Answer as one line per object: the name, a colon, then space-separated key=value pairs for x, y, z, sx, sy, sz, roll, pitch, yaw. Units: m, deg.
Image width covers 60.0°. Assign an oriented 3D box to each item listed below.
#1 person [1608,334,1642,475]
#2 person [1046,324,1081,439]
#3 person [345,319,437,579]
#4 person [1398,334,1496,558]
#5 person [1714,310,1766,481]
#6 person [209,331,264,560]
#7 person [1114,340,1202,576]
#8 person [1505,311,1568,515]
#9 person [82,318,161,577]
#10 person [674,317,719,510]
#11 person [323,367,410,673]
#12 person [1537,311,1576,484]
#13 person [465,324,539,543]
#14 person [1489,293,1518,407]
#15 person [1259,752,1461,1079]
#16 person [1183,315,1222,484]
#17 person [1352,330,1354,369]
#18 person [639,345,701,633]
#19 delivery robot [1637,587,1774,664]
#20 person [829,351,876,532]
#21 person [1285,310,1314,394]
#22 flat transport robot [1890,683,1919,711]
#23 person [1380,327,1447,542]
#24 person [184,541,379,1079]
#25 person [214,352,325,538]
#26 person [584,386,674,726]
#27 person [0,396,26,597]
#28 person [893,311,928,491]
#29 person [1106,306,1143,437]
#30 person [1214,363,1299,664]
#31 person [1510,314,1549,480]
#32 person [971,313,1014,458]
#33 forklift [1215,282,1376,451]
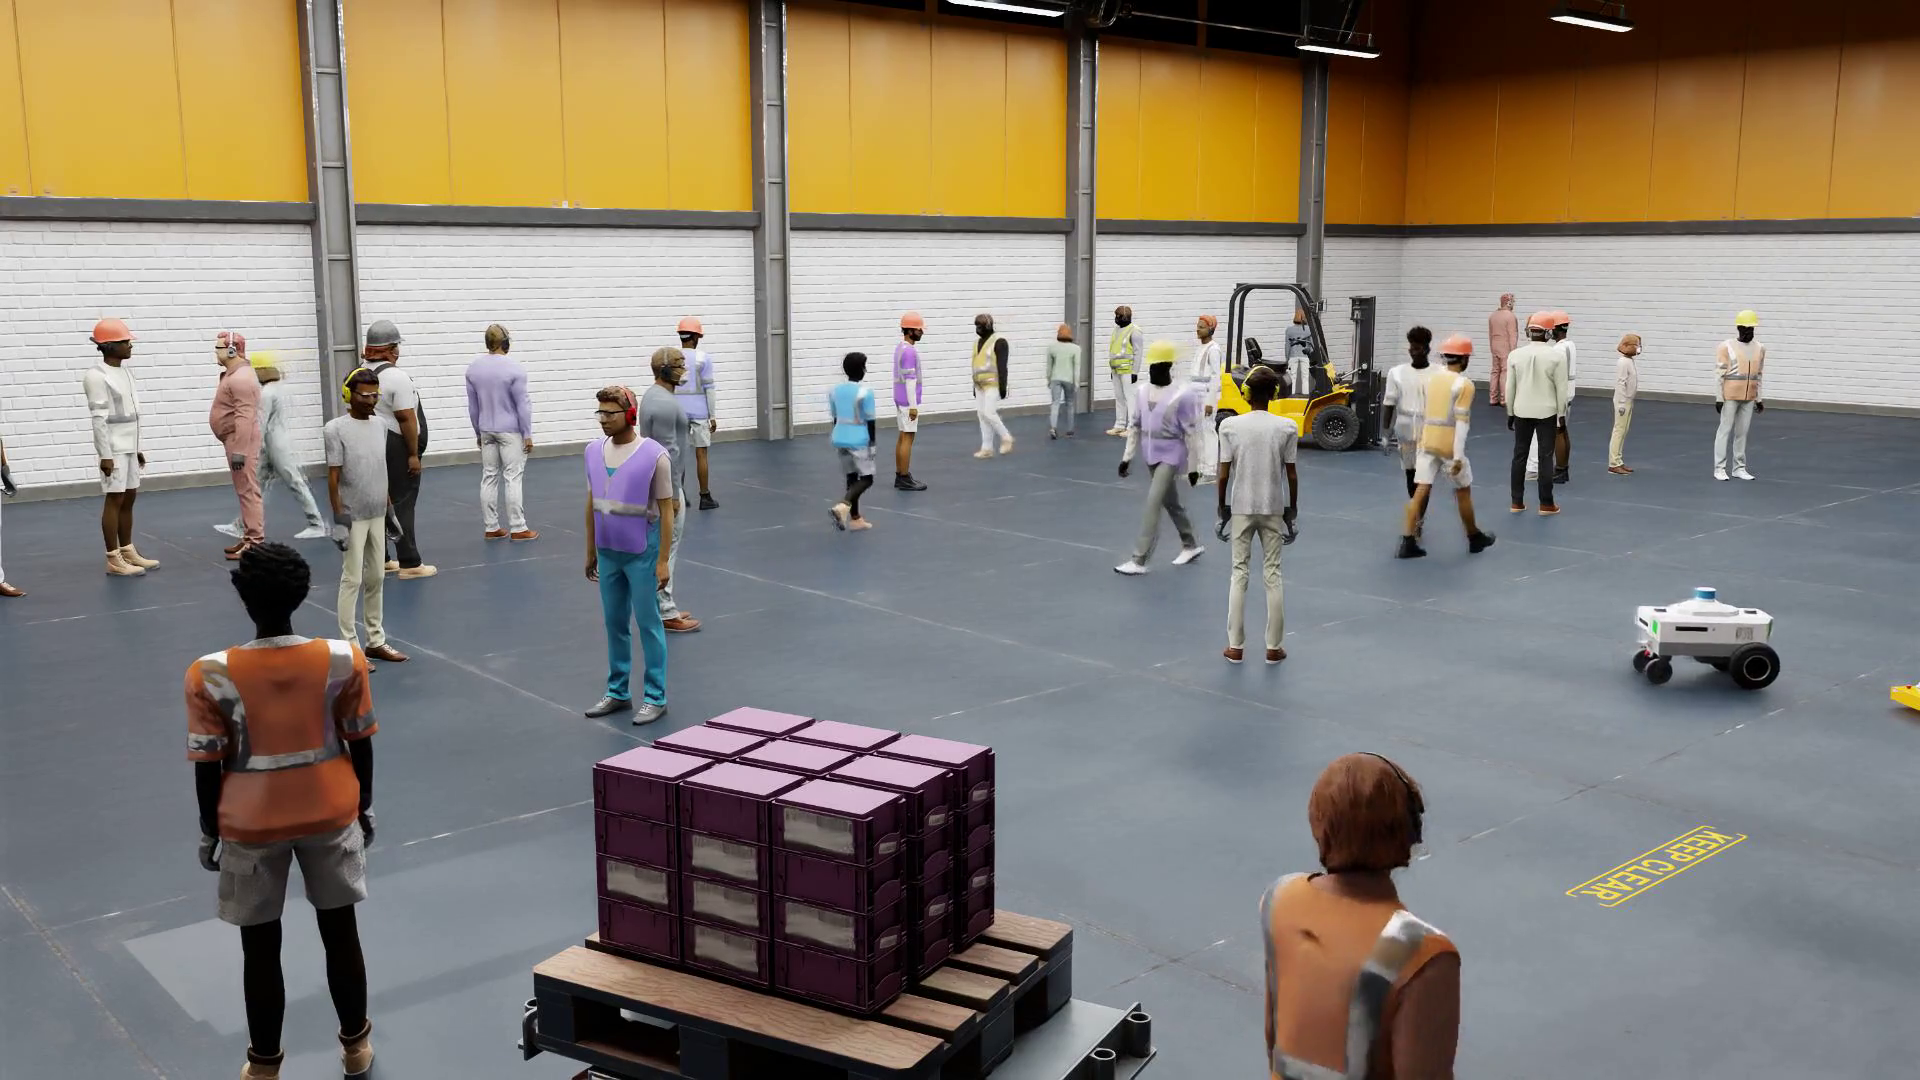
person: x=7.768 y=-1.585 z=19.409 sx=0.264 sy=1.632 sz=0.507 roll=6 pitch=11 yaw=32
person: x=1.425 y=-2.214 z=23.190 sx=0.509 sy=1.601 sz=0.807 roll=3 pitch=10 yaw=16
person: x=-4.469 y=-0.718 z=13.145 sx=0.683 sy=2.000 sz=0.537 roll=6 pitch=11 yaw=32
person: x=4.117 y=-0.789 z=14.039 sx=1.014 sy=1.876 sz=0.569 roll=-6 pitch=12 yaw=-33
person: x=8.829 y=-1.633 z=18.831 sx=0.585 sy=1.927 sz=0.366 roll=-2 pitch=10 yaw=-11
person: x=-6.061 y=-0.790 z=13.958 sx=0.408 sy=1.909 sz=0.638 roll=-4 pitch=11 yaw=-23
person: x=1.652 y=-0.674 z=13.392 sx=1.033 sy=1.876 sz=0.588 roll=-7 pitch=12 yaw=-34
person: x=5.673 y=-1.245 z=16.359 sx=0.610 sy=1.996 sz=0.378 roll=8 pitch=12 yaw=38
person: x=-6.669 y=-0.735 z=13.229 sx=0.366 sy=2.046 sz=0.614 roll=-1 pitch=10 yaw=-3
person: x=-2.688 y=-1.259 z=16.642 sx=0.543 sy=1.928 sz=0.374 roll=2 pitch=10 yaw=12
person: x=-3.650 y=-0.132 z=10.231 sx=0.328 sy=1.865 sz=0.521 roll=4 pitch=11 yaw=23
person: x=6.664 y=-1.592 z=18.600 sx=0.385 sy=1.923 sz=0.550 roll=6 pitch=12 yaw=32
person: x=-4.056 y=-0.939 z=14.739 sx=0.631 sy=1.940 sz=0.372 roll=4 pitch=10 yaw=20
person: x=9.176 y=-3.188 z=27.994 sx=0.406 sy=1.910 sz=0.639 roll=-3 pitch=10 yaw=-18
person: x=0.732 y=1.203 z=3.141 sx=0.394 sy=1.603 sz=0.560 roll=-5 pitch=11 yaw=-29
person: x=2.727 y=-1.562 z=18.546 sx=0.356 sy=1.884 sz=0.574 roll=-2 pitch=10 yaw=-9
person: x=6.188 y=-2.693 z=25.535 sx=0.325 sy=1.760 sz=0.523 roll=-2 pitch=10 yaw=-13
person: x=-1.991 y=-0.346 z=11.264 sx=0.374 sy=1.939 sz=0.628 roll=-3 pitch=10 yaw=-17
delivery robot: x=4.437 y=0.527 z=9.926 sx=0.707 sy=0.478 sz=0.477 roll=1 pitch=10 yaw=6
person: x=-1.007 y=-0.871 z=15.108 sx=0.536 sy=1.677 sz=0.579 roll=7 pitch=12 yaw=37
person: x=5.721 y=-3.055 z=28.017 sx=0.500 sy=1.633 sz=0.284 roll=3 pitch=10 yaw=16
flat transport robot: x=5.991 y=0.852 z=9.123 sx=1.431 sy=0.197 sz=0.652 roll=-1 pitch=10 yaw=-6
person: x=4.119 y=-0.967 z=14.989 sx=0.623 sy=1.907 sz=1.020 roll=5 pitch=11 yaw=29
person: x=-2.016 y=0.845 z=4.997 sx=0.541 sy=1.697 sz=0.315 roll=-6 pitch=11 yaw=-31
person: x=-6.185 y=-0.831 z=14.850 sx=0.943 sy=1.681 sz=0.495 roll=-4 pitch=10 yaw=-21
person: x=-1.795 y=0.077 z=9.057 sx=0.571 sy=1.843 sz=0.373 roll=5 pitch=11 yaw=29
person: x=-7.175 y=-0.471 z=12.205 sx=0.328 sy=1.868 sz=0.519 roll=3 pitch=10 yaw=17
person: x=-0.531 y=-1.507 z=18.069 sx=0.373 sy=1.934 sz=0.551 roll=-2 pitch=10 yaw=-12
person: x=2.306 y=-2.370 z=23.405 sx=0.429 sy=1.839 sz=0.630 roll=-5 pitch=11 yaw=-26
person: x=1.850 y=-0.152 z=10.359 sx=0.524 sy=1.861 sz=0.325 roll=1 pitch=10 yaw=9
person: x=6.495 y=-1.616 z=18.859 sx=0.355 sy=1.885 sz=0.575 roll=2 pitch=10 yaw=11
person: x=0.360 y=-1.927 z=20.859 sx=0.442 sy=1.823 sz=0.640 roll=-7 pitch=12 yaw=-34
forklift: x=4.328 y=-2.346 z=22.227 sx=2.313 sy=2.155 sz=1.214 roll=3 pitch=10 yaw=16
